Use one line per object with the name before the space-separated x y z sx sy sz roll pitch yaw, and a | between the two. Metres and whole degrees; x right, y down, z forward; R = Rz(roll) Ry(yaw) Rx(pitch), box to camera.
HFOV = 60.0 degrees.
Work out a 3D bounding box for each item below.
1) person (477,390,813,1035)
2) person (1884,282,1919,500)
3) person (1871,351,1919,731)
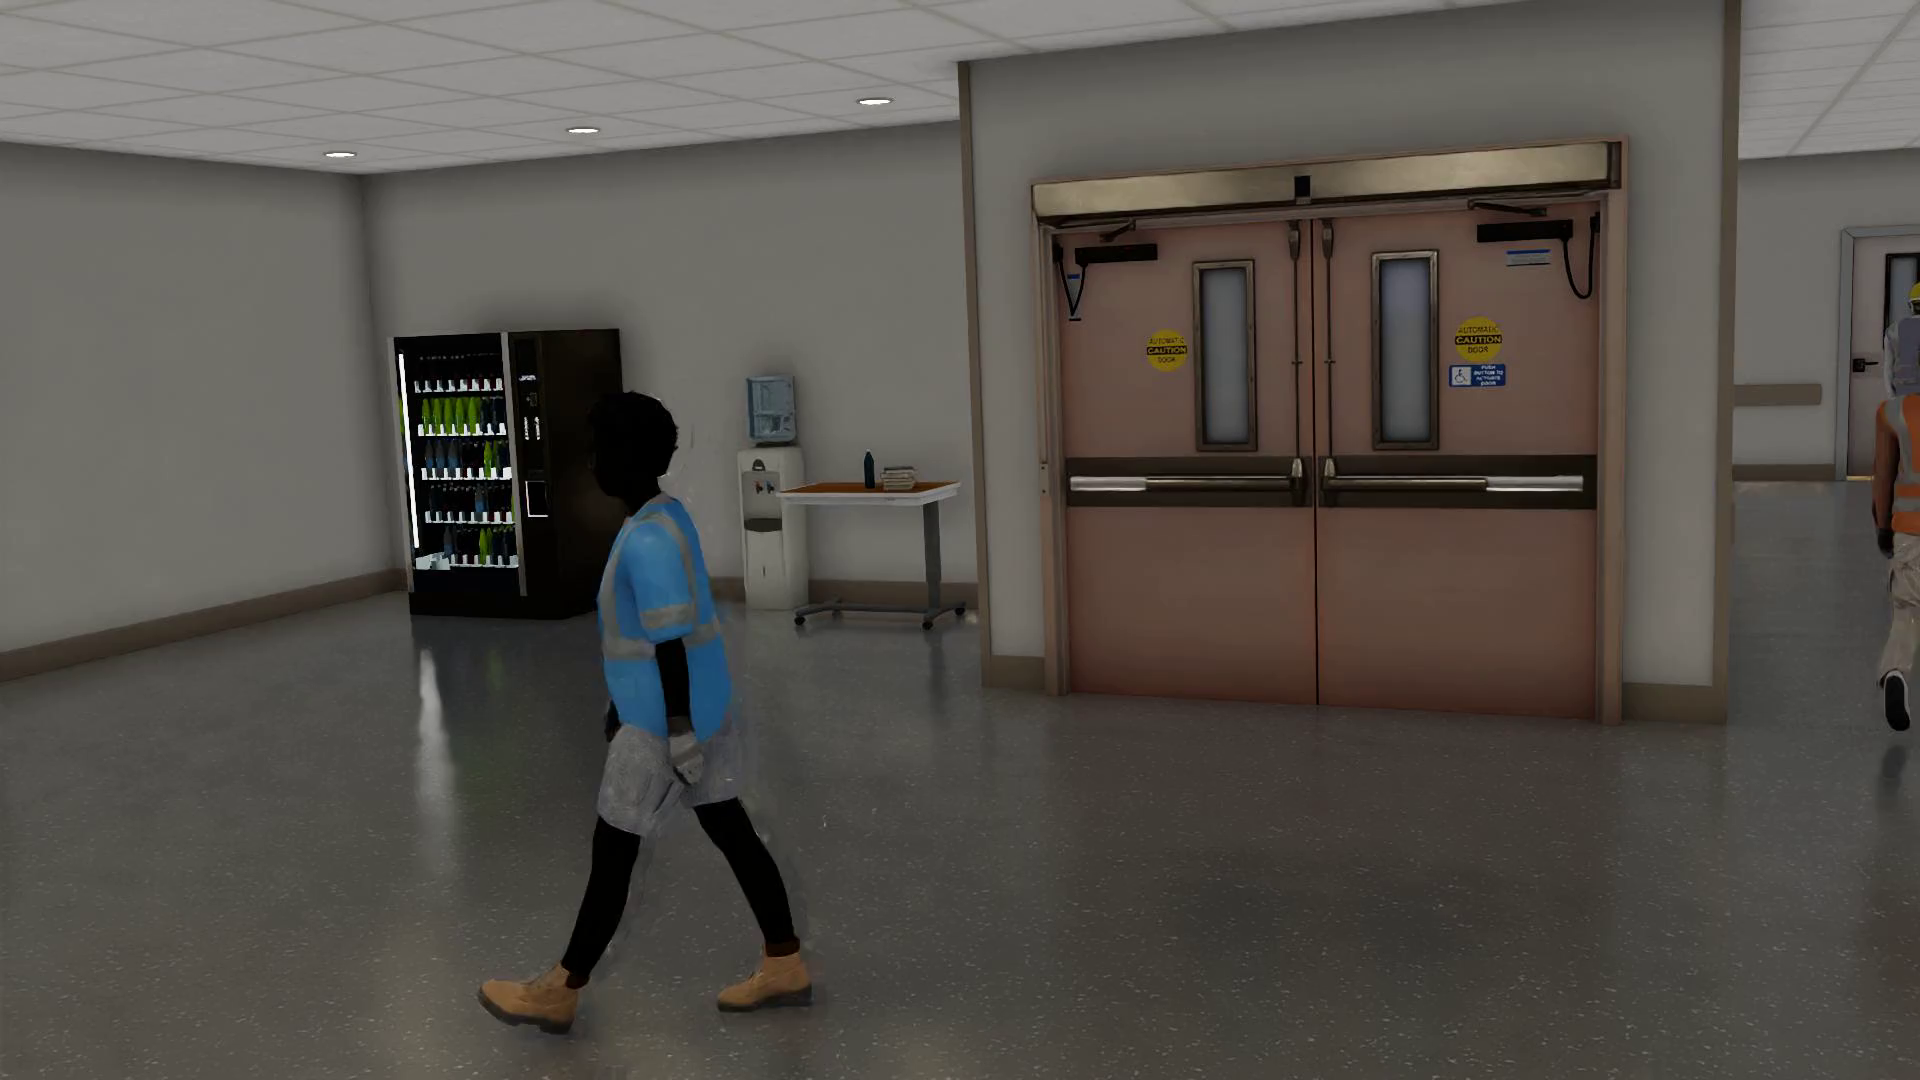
person | -0.817 0.444 4.290 0.879 1.650 0.547 -3 7 -2
person | 7.874 -1.203 13.577 0.403 1.837 0.590 -8 9 -37
person | 3.901 -0.025 6.631 0.517 1.618 0.671 3 9 38
